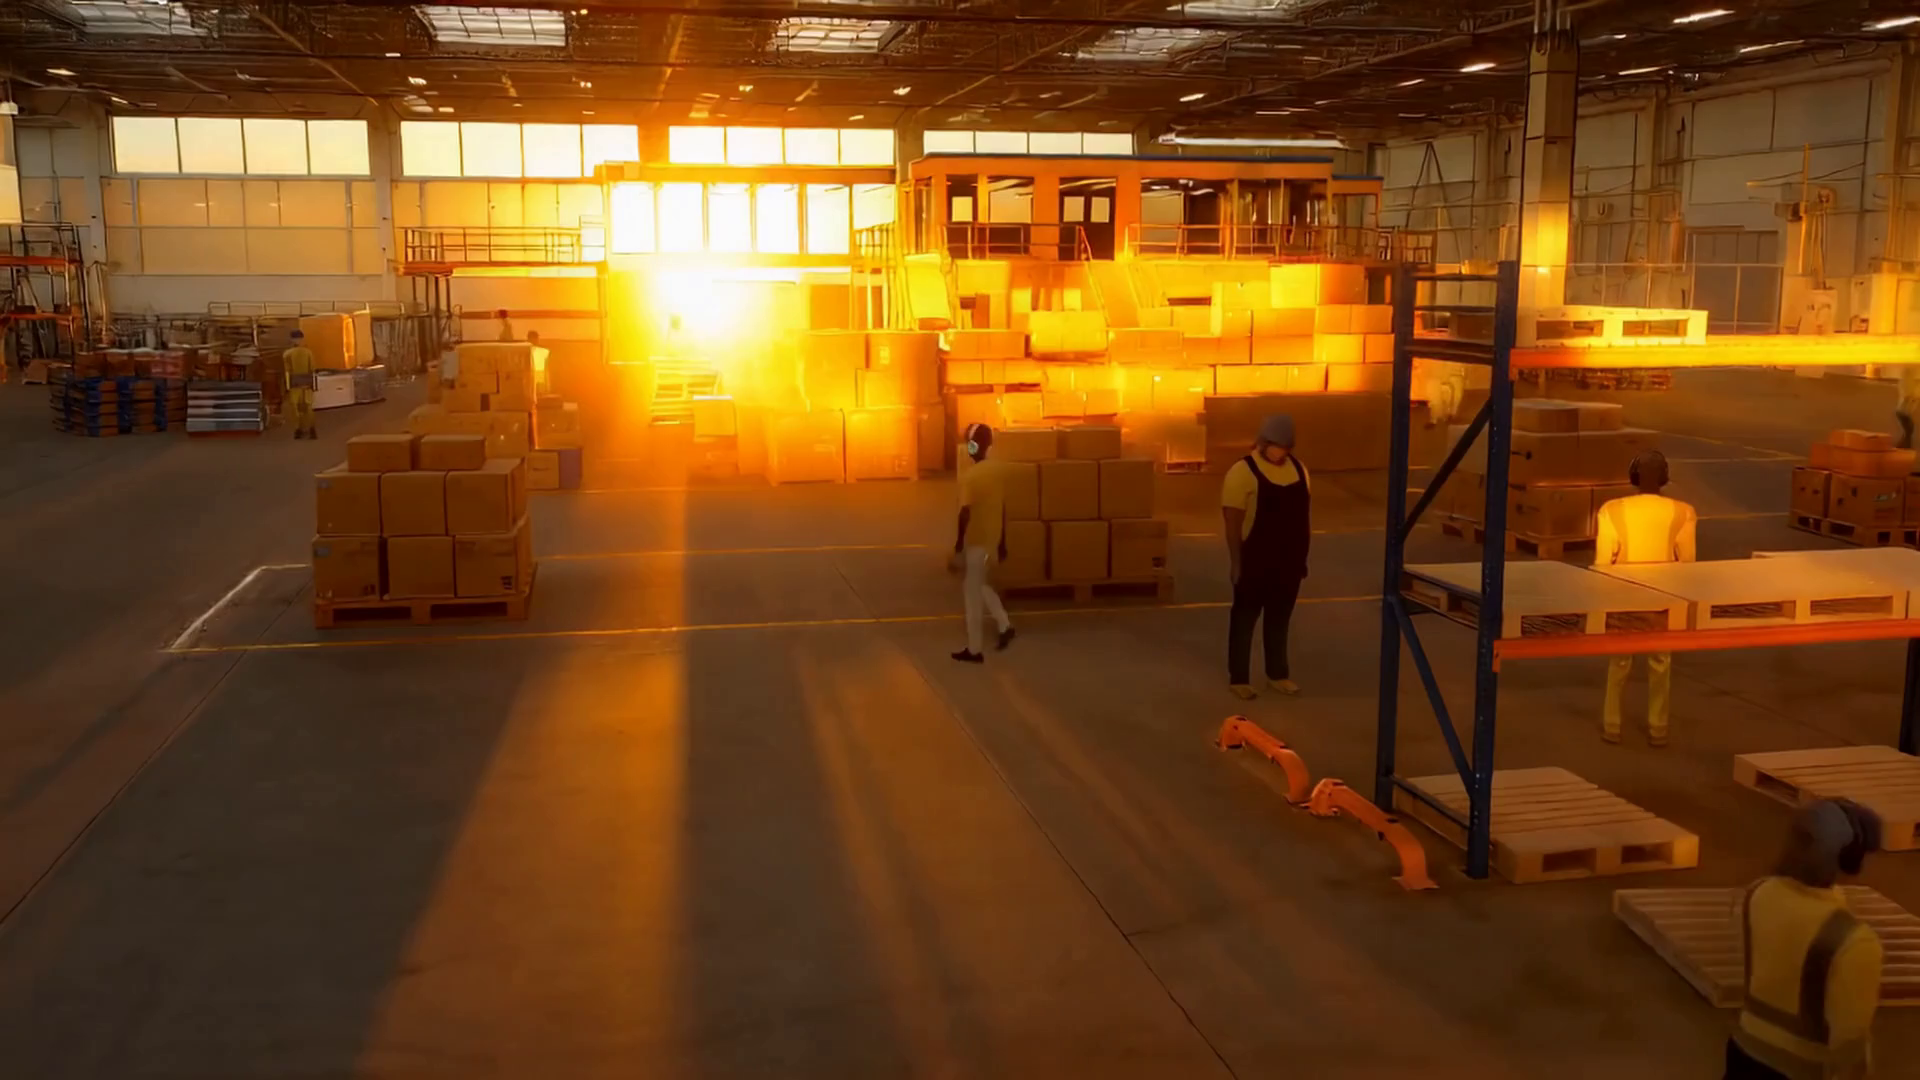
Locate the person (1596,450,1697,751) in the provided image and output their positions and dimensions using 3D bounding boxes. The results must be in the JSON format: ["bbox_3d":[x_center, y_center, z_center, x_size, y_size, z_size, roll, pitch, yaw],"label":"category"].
[{"bbox_3d":[4.252,0.376,10.363,0.579,1.884,0.352,3,10,17],"label":"person"}]

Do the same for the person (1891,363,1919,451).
[{"bbox_3d":[15.496,-2.409,27.207,0.402,1.923,0.573,8,12,39],"label":"person"}]

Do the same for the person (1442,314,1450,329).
[{"bbox_3d":[14.539,-5.955,49.106,0.662,1.832,0.897,7,12,37],"label":"person"}]

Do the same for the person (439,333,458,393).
[{"bbox_3d":[-9.681,-3.067,31.713,0.544,1.754,0.364,1,9,5],"label":"person"}]

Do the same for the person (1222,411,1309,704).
[{"bbox_3d":[2.175,0.106,11.534,0.683,2.000,0.536,-5,10,-27],"label":"person"}]

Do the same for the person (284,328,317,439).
[{"bbox_3d":[-11.534,-2.727,29.112,0.543,1.939,0.355,-7,11,-35],"label":"person"}]

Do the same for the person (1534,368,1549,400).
[{"bbox_3d":[12.954,-3.927,37.019,0.487,1.744,0.294,-8,12,-40],"label":"person"}]

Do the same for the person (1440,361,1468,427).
[{"bbox_3d":[9.265,-3.029,31.287,0.454,1.828,0.649,-8,12,-41],"label":"person"}]

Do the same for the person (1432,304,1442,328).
[{"bbox_3d":[14.195,-6.116,49.887,0.606,1.897,0.983,6,11,33],"label":"person"}]

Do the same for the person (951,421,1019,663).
[{"bbox_3d":[0.184,0.031,12.554,0.487,1.856,0.559,9,13,42],"label":"person"}]

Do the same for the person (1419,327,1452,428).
[{"bbox_3d":[8.919,-3.021,30.992,0.562,1.909,0.679,-2,10,-13],"label":"person"}]

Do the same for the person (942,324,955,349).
[{"bbox_3d":[-0.281,-3.694,35.427,0.971,1.810,0.562,2,9,11],"label":"person"}]

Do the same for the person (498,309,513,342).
[{"bbox_3d":[-13.199,-5.806,48.346,0.983,1.800,0.516,9,13,43],"label":"person"}]

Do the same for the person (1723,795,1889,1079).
[{"bbox_3d":[2.323,1.473,4.529,0.889,1.587,0.534,-2,10,-13],"label":"person"}]

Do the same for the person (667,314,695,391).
[{"bbox_3d":[-6.407,-4.199,38.051,0.625,1.950,0.698,5,11,30],"label":"person"}]

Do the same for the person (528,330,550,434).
[{"bbox_3d":[-7.608,-2.795,29.686,0.595,1.891,0.821,-5,10,-26],"label":"person"}]
